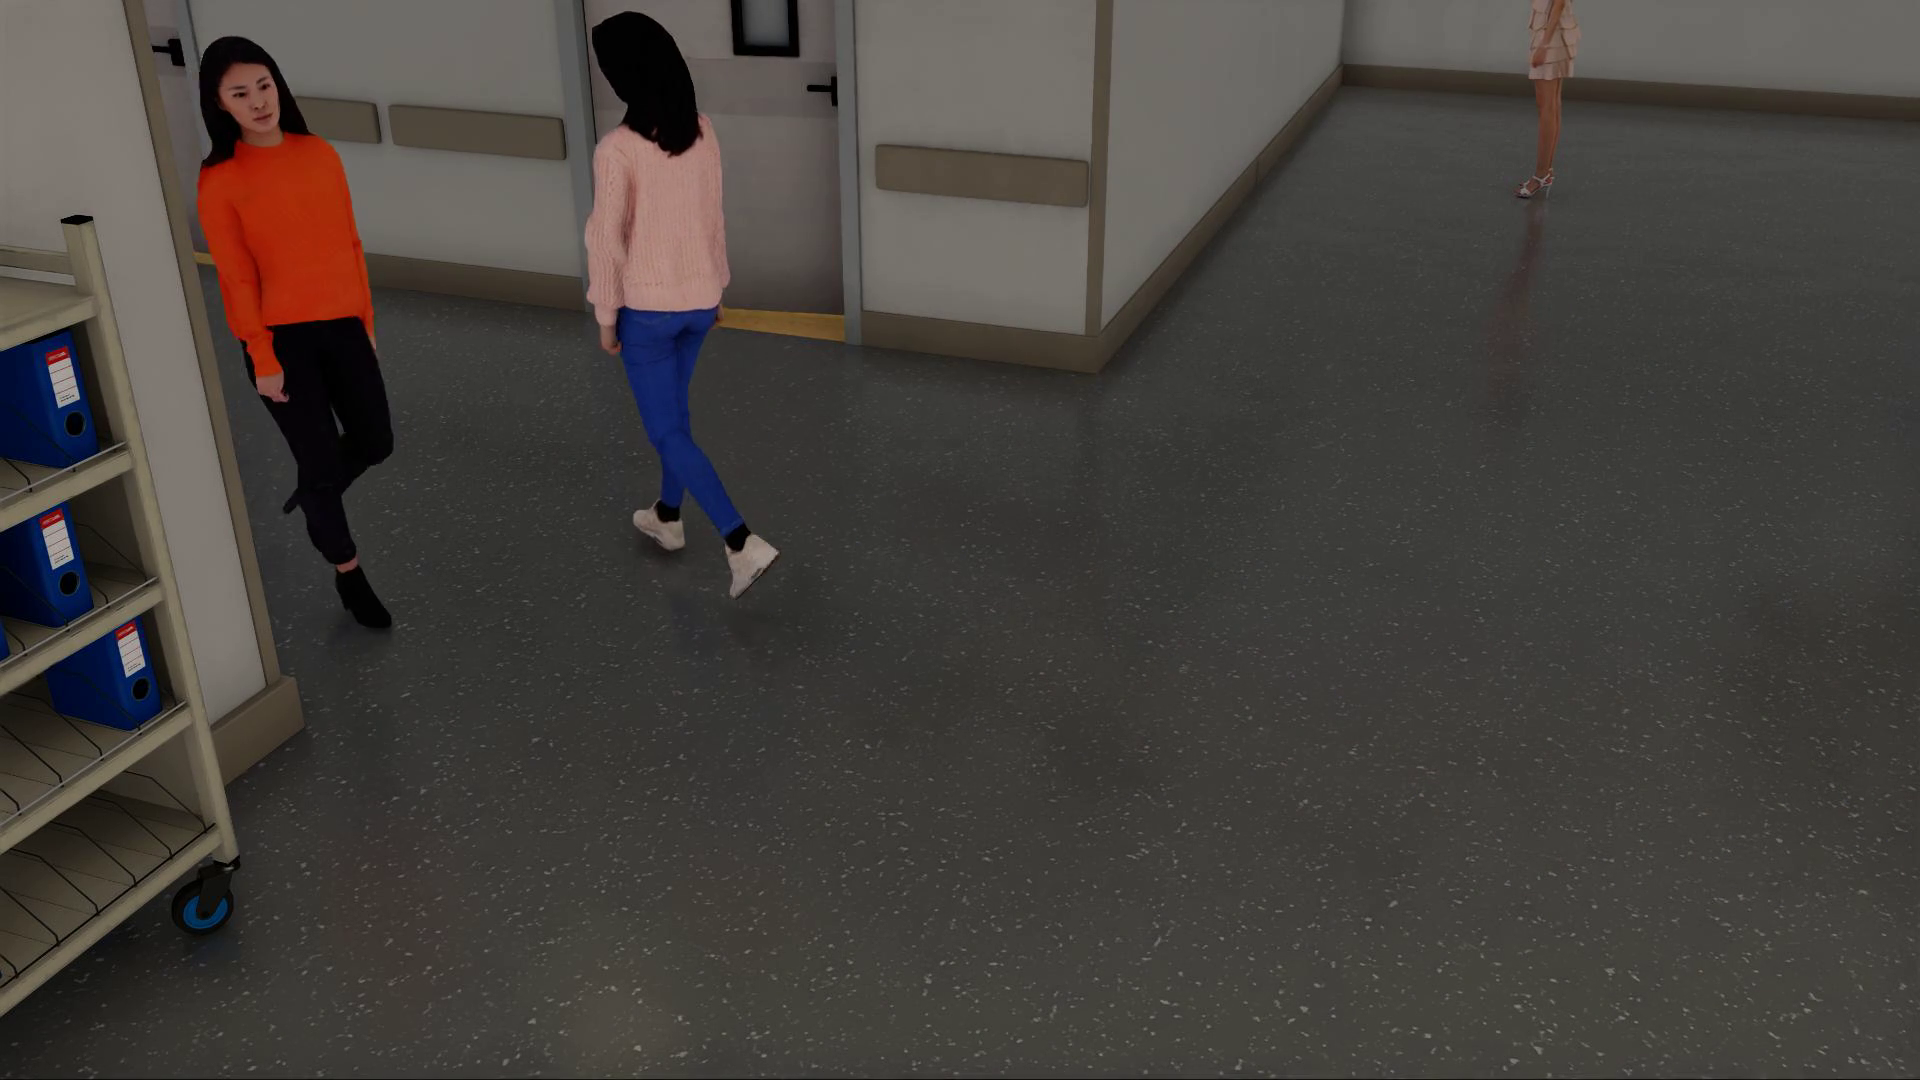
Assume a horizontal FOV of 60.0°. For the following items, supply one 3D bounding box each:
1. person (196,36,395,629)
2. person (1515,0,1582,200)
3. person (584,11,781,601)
[{"bbox_3d":[-1.947,-0.567,4.807,0.790,1.733,0.783,15,30,29],"label":"person"},{"bbox_3d":[3.406,-2.835,9.508,0.667,1.735,0.510,13,29,26],"label":"person"},{"bbox_3d":[-0.825,-0.643,4.962,1.148,1.735,1.023,-22,34,-38],"label":"person"}]
